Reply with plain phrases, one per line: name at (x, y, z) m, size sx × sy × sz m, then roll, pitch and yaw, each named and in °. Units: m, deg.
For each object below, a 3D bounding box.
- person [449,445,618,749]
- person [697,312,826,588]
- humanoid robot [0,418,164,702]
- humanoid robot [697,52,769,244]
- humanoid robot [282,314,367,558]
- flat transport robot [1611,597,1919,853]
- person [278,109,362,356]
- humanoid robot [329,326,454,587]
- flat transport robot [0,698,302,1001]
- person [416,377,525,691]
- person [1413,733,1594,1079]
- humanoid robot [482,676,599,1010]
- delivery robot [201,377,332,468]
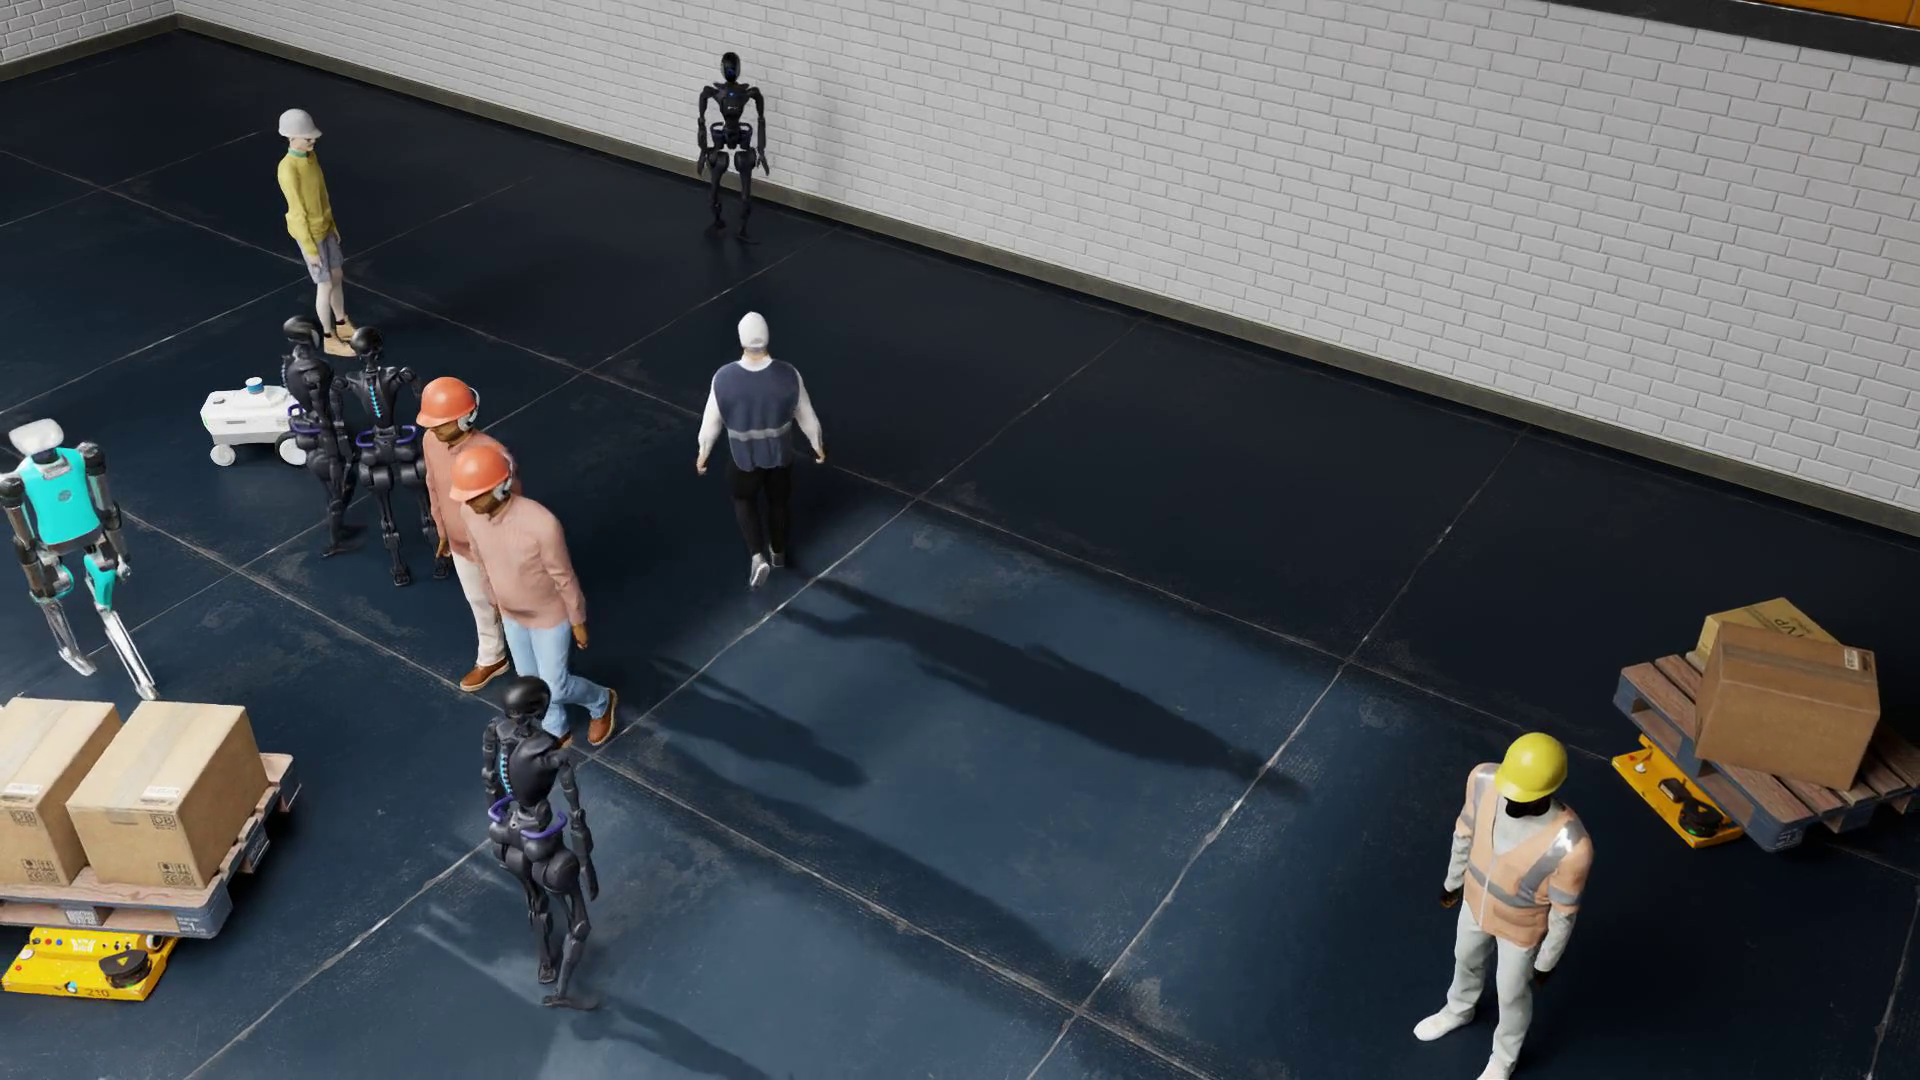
person at (-2.136, 0.336, 8.309) m, size 0.640 × 1.964 × 0.587 m, roll 17°, pitch 39°, yaw 23°
person at (-1.151, -0.500, 9.690) m, size 0.763 × 1.744 × 0.574 m, roll -7°, pitch 36°, yaw -10°
humanoid robot at (-4.804, 0.077, 8.915) m, size 0.983 × 1.780 × 0.544 m, roll 27°, pitch 43°, yaw 33°
humanoid robot at (-1.876, -3.210, 13.625) m, size 0.595 × 1.644 × 0.418 m, roll -4°, pitch 35°, yaw -6°
humanoid robot at (-3.808, -0.612, 9.911) m, size 0.323 × 1.641 × 0.608 m, roll -17°, pitch 38°, yaw -23°
flat transport robot at (4.185, 1.161, 8.605) m, size 1.431 × 0.231 × 0.659 m, roll -11°, pitch 37°, yaw -16°
person at (-4.648, -2.209, 12.022) m, size 0.412 × 1.879 × 0.492 m, roll 1°, pitch 35°, yaw 2°
humanoid robot at (-3.327, -0.487, 9.721) m, size 0.599 × 1.655 × 0.315 m, roll -7°, pitch 36°, yaw -10°
flat transport robot at (-3.918, 1.580, 8.005) m, size 0.659 × 0.231 × 1.431 m, roll 3°, pitch 35°, yaw 4°
person at (-2.520, 0.020, 8.732) m, size 0.621 × 1.991 × 0.394 m, roll 17°, pitch 39°, yaw 23°
person at (2.177, 1.499, 6.698) m, size 0.435 × 1.912 × 0.594 m, roll -18°, pitch 39°, yaw -24°
humanoid robot at (-1.842, 1.319, 7.159) m, size 0.616 × 1.645 × 0.473 m, roll 20°, pitch 40°, yaw 26°
delivery robot at (-4.648, -0.801, 11.176) m, size 0.811 × 0.613 × 0.499 m, roll -3°, pitch 35°, yaw -5°
